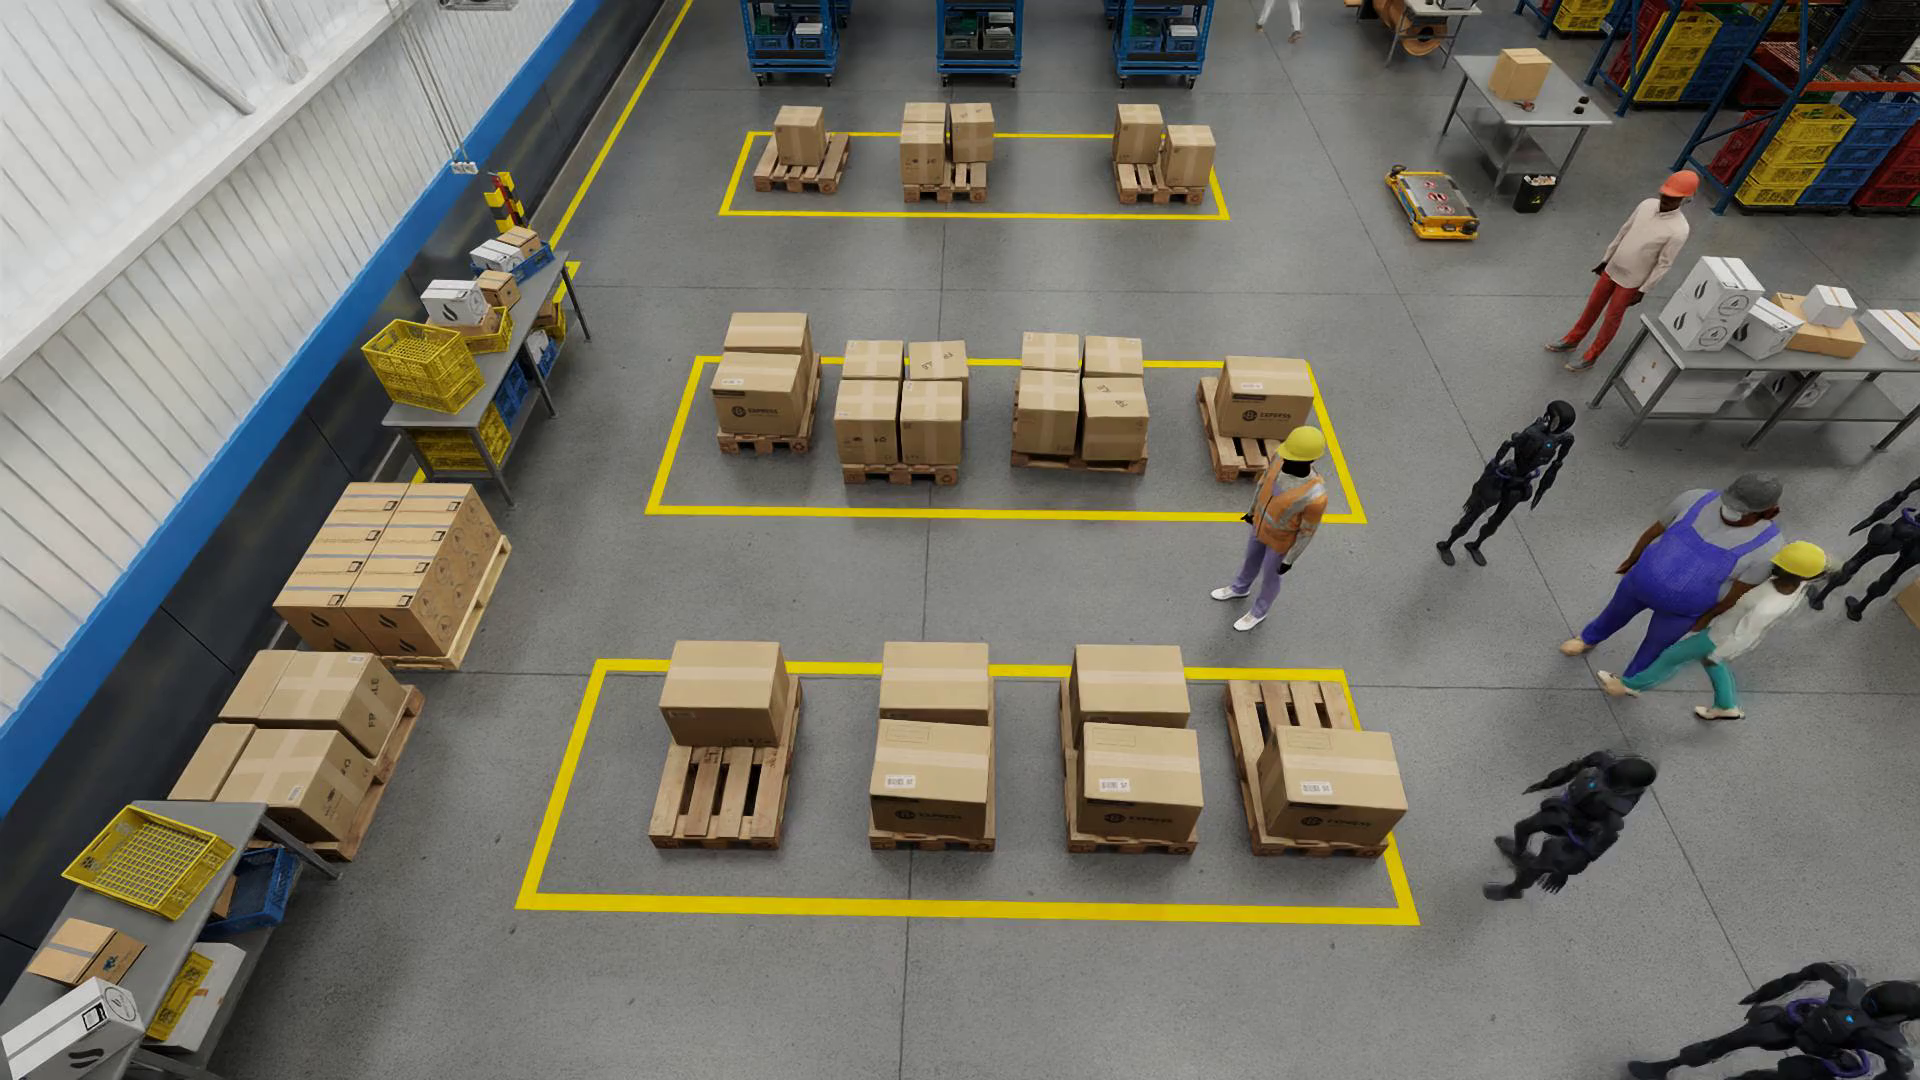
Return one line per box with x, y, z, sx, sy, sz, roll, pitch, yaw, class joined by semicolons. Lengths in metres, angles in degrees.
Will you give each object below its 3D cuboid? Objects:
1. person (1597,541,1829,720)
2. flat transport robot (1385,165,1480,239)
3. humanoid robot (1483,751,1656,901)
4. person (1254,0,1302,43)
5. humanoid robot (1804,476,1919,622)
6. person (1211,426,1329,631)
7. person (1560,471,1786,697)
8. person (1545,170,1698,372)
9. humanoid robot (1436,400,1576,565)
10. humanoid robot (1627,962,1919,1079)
5.078;0.617;6.020;0.536;1.740;0.753;-30;55;-23;person
5.692;-4.094;11.059;0.652;0.197;1.431;1;49;1;flat transport robot
3.457;1.638;5.198;0.392;1.649;0.656;11;50;10;humanoid robot
5.055;-8.644;13.979;0.555;1.823;0.935;-11;50;-10;person
6.915;-0.051;6.643;0.579;1.651;0.308;20;52;16;humanoid robot
2.220;-0.066;6.493;0.368;1.928;0.584;-14;51;-12;person
4.732;0.296;6.106;0.536;2.000;0.684;-21;52;-17;person
6.197;-2.481;8.539;0.379;1.994;0.621;-8;50;-6;person
4.151;-0.397;6.947;0.579;1.658;0.328;-2;49;-2;humanoid robot
4.096;2.498;4.472;0.767;1.629;0.596;-7;50;-6;humanoid robot
